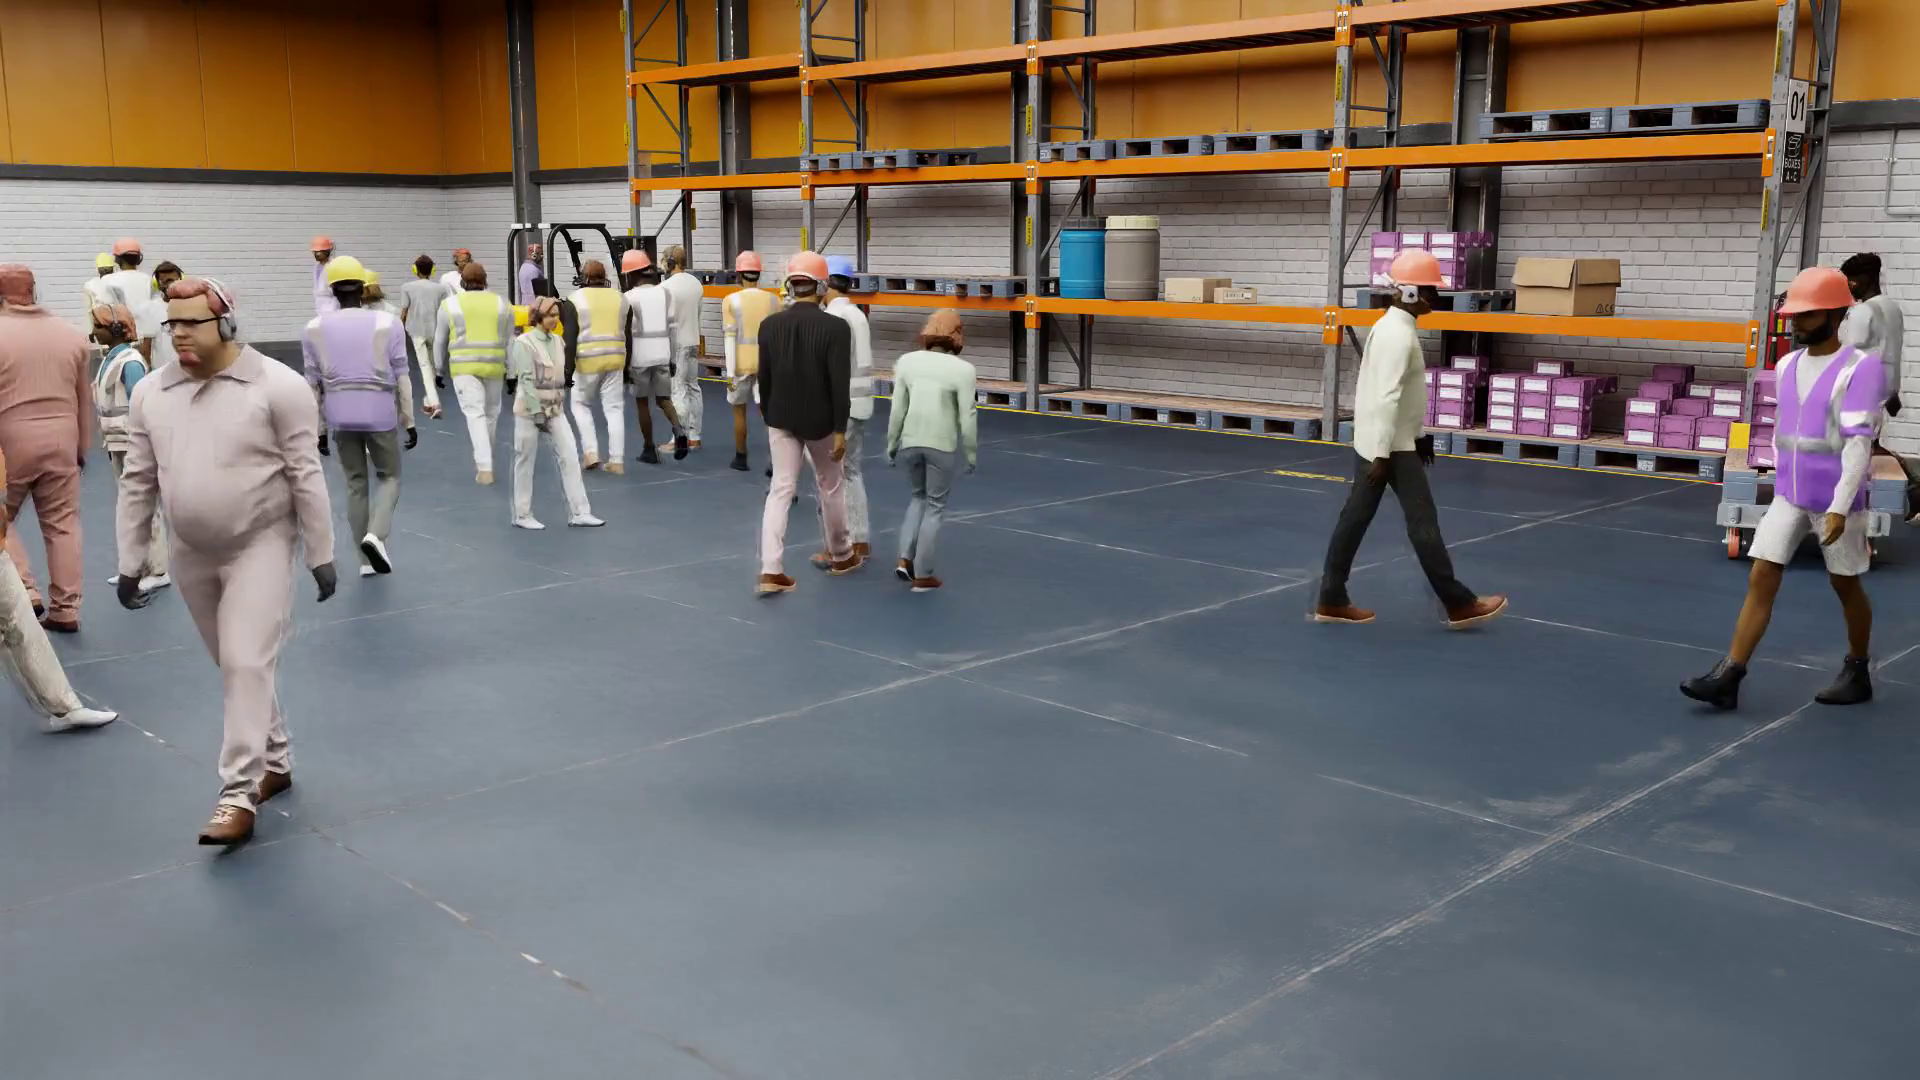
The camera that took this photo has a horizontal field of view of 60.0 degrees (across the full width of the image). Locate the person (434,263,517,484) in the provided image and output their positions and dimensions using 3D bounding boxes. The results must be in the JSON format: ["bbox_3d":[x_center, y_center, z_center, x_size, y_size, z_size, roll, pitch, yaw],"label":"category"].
[{"bbox_3d":[-4.035,-1.393,13.825,0.630,1.781,0.984,-6,12,-29],"label":"person"}]

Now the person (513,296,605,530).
[{"bbox_3d":[-2.773,-0.844,11.324,0.766,1.605,0.508,6,12,29],"label":"person"}]

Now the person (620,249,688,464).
[{"bbox_3d":[-2.696,-1.589,14.594,0.556,1.906,0.620,-8,13,-38],"label":"person"}]

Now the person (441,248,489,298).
[{"bbox_3d":[-6.154,-2.709,20.818,0.573,1.861,0.665,-7,12,-33],"label":"person"}]

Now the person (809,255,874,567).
[{"bbox_3d":[-0.752,-0.805,10.319,0.450,1.900,0.689,3,11,16],"label":"person"}]

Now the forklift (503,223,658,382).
[{"bbox_3d":[-5.316,-3.263,22.920,2.313,2.155,1.214,-10,14,-44],"label":"forklift"}]

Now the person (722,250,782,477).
[{"bbox_3d":[-1.724,-1.486,14.042,0.556,1.904,0.940,-5,12,-26],"label":"person"}]

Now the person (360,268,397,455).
[{"bbox_3d":[-5.343,-1.603,15.150,0.517,1.725,0.398,0,10,1],"label":"person"}]

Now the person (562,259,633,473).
[{"bbox_3d":[-3.085,-1.466,14.156,0.691,1.818,0.507,-8,13,-37],"label":"person"}]

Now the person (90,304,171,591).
[{"bbox_3d":[-4.748,-0.524,9.498,0.310,1.638,0.523,-9,14,-41],"label":"person"}]

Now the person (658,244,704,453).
[{"bbox_3d":[-2.624,-1.780,15.528,0.373,1.940,0.629,4,11,20],"label":"person"}]

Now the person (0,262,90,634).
[{"bbox_3d":[-4.709,-0.449,8.422,0.441,1.889,0.669,7,13,34],"label":"person"}]

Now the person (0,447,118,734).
[{"bbox_3d":[-3.912,0.040,6.563,0.873,1.588,0.535,-2,11,-8],"label":"person"}]

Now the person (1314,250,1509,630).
[{"bbox_3d":[2.335,-0.496,8.529,1.021,1.938,0.612,1,10,3],"label":"person"}]

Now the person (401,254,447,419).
[{"bbox_3d":[-5.960,-2.273,18.576,0.509,1.823,1.005,-7,13,-34],"label":"person"}]

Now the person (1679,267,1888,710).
[{"bbox_3d":[3.582,-0.194,7.029,0.982,1.885,0.568,-4,11,-22],"label":"person"}]

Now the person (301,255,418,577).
[{"bbox_3d":[-3.520,-0.708,9.769,0.611,1.902,0.499,-1,10,-7],"label":"person"}]

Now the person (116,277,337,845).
[{"bbox_3d":[-2.539,0.070,5.601,0.681,1.868,0.895,2,11,9],"label":"person"}]

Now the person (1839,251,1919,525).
[{"bbox_3d":[6.493,-1.063,11.693,0.866,1.922,0.602,10,14,44],"label":"person"}]

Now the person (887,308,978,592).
[{"bbox_3d":[-0.155,-0.507,9.455,0.529,1.612,0.349,6,12,28],"label":"person"}]

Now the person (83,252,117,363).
[{"bbox_3d":[-10.477,-2.641,20.556,0.616,1.814,0.439,-7,12,-33],"label":"person"}]

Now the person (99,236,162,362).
[{"bbox_3d":[-8.182,-2.001,16.537,0.870,2.016,0.617,8,13,36],"label":"person"}]

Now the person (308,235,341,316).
[{"bbox_3d":[-8.492,-3.089,22.447,0.618,2.024,0.797,8,13,38],"label":"person"}]

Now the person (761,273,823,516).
[{"bbox_3d":[-1.137,-1.073,12.133,0.966,1.777,0.603,9,14,41],"label":"person"}]

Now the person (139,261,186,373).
[{"bbox_3d":[-6.129,-1.267,13.069,0.507,1.809,0.982,-8,13,-36],"label":"person"}]

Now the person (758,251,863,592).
[{"bbox_3d":[-0.893,-0.682,9.592,0.628,1.938,1.044,4,11,19],"label":"person"}]

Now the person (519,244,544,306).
[{"bbox_3d":[-6.083,-3.288,23.867,0.403,1.900,0.637,-5,11,-25],"label":"person"}]
